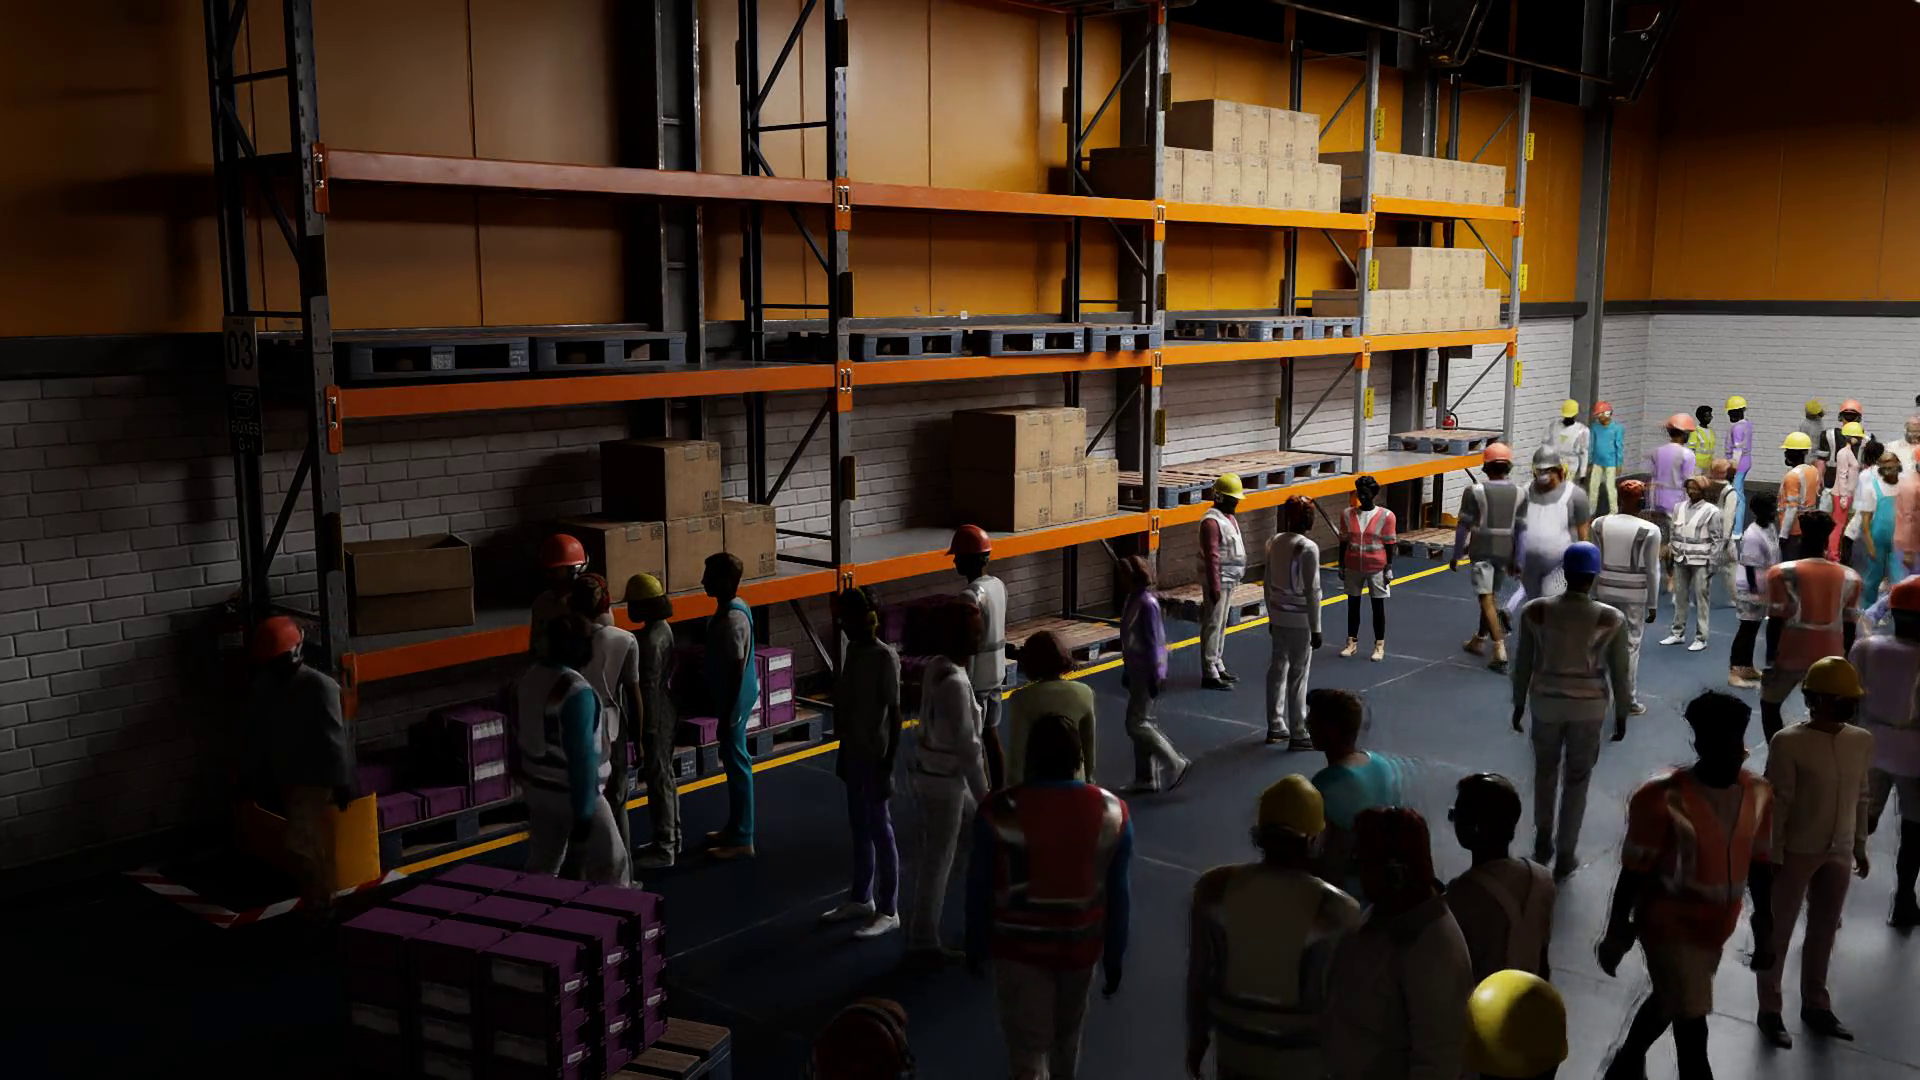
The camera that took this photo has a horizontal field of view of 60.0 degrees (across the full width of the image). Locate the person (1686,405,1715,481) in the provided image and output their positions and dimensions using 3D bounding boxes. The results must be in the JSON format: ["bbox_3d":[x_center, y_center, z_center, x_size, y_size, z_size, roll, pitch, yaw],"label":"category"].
[{"bbox_3d":[10.438,-1.052,23.463,0.529,1.697,0.321,-5,10,-29],"label":"person"}]

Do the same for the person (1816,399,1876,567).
[{"bbox_3d":[10.603,-0.670,19.965,0.611,2.028,0.409,4,10,22],"label":"person"}]

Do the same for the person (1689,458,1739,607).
[{"bbox_3d":[7.934,-0.068,17.447,0.850,1.599,0.519,-2,9,-13],"label":"person"}]

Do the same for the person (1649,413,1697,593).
[{"bbox_3d":[7.700,-0.383,18.106,0.815,2.011,0.614,-2,9,-16],"label":"person"}]

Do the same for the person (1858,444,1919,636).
[{"bbox_3d":[8.859,0.043,15.508,0.629,1.974,0.605,-8,12,-41],"label":"person"}]

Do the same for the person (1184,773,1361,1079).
[{"bbox_3d":[1.007,1.684,5.461,0.616,1.809,0.633,4,10,25],"label":"person"}]

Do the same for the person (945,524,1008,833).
[{"bbox_3d":[0.087,0.861,10.395,0.382,1.928,0.546,4,10,24],"label":"person"}]

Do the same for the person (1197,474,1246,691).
[{"bbox_3d":[2.211,0.345,14.062,0.404,1.822,0.587,4,9,22],"label":"person"}]

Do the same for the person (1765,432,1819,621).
[{"bbox_3d":[8.381,-0.122,16.727,0.585,1.929,0.370,-8,12,-43],"label":"person"}]

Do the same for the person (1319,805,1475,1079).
[{"bbox_3d":[1.276,1.713,4.981,0.405,1.903,0.636,0,9,2],"label":"person"}]

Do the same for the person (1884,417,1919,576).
[{"bbox_3d":[11.140,-0.519,19.514,0.650,1.869,0.831,4,10,25],"label":"person"}]

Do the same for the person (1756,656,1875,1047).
[{"bbox_3d":[3.862,1.389,7.493,0.522,1.772,0.303,-2,9,-12],"label":"person"}]

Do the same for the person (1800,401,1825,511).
[{"bbox_3d":[12.541,-1.207,24.471,0.610,1.700,0.334,-6,11,-35],"label":"person"}]

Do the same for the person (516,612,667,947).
[{"bbox_3d":[-1.845,1.245,8.263,0.821,1.809,0.655,-8,12,-41],"label":"person"}]

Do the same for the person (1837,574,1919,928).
[{"bbox_3d":[4.852,1.132,8.690,0.756,1.918,0.551,-6,11,-33],"label":"person"}]

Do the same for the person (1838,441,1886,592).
[{"bbox_3d":[10.045,-0.273,18.546,0.529,1.655,0.750,-6,11,-34],"label":"person"}]

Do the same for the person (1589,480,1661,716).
[{"bbox_3d":[5.252,0.456,13.187,0.340,1.878,0.579,-8,12,-41],"label":"person"}]

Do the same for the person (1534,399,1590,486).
[{"bbox_3d":[8.127,-0.980,22.405,0.676,1.880,0.741,6,10,32],"label":"person"}]

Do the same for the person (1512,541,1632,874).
[{"bbox_3d":[3.580,0.962,9.709,0.654,1.928,0.557,5,10,31],"label":"person"}]

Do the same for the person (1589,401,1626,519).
[{"bbox_3d":[9.230,-1.121,23.792,0.385,1.732,0.621,-4,10,-25],"label":"person"}]

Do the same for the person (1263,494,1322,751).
[{"bbox_3d":[2.452,0.601,12.206,0.358,1.883,0.572,-4,10,-25],"label":"person"}]

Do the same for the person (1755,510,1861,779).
[{"bbox_3d":[5.598,0.776,10.959,0.626,1.925,0.566,1,9,4],"label":"person"}]

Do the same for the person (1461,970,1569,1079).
[{"bbox_3d":[1.210,1.896,3.752,0.387,1.922,0.605,-9,12,-44],"label":"person"}]

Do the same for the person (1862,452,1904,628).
[{"bbox_3d":[9.049,0.032,16.204,0.552,1.785,0.929,1,9,9],"label":"person"}]

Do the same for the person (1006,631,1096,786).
[{"bbox_3d":[0.458,1.268,8.786,0.539,1.592,0.774,-3,9,-20],"label":"person"}]

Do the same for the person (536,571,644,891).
[{"bbox_3d":[-2.017,1.096,9.122,0.565,1.850,0.390,0,9,0],"label":"person"}]

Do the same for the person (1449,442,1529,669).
[{"bbox_3d":[4.777,0.125,14.902,0.607,2.007,1.018,-2,9,-11],"label":"person"}]

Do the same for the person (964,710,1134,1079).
[{"bbox_3d":[0.345,1.553,6.308,0.619,1.813,0.883,-2,9,-10],"label":"person"}]

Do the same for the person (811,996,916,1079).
[{"bbox_3d":[-0.231,1.925,3.648,0.656,1.885,0.524,1,9,8],"label":"person"}]

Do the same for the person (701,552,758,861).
[{"bbox_3d":[-1.375,0.980,9.884,0.344,1.847,0.505,-1,9,-6],"label":"person"}]

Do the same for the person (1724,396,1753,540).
[{"bbox_3d":[10.316,-0.959,22.139,0.376,1.923,0.585,6,11,34],"label":"person"}]

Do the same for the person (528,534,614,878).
[{"bbox_3d":[-2.258,0.949,9.600,0.611,1.996,0.378,5,10,29],"label":"person"}]

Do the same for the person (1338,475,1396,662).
[{"bbox_3d":[3.675,0.253,15.076,0.536,1.693,0.319,5,10,32],"label":"person"}]

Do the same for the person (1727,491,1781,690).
[{"bbox_3d":[6.760,0.414,14.105,0.320,1.669,0.614,8,12,42],"label":"person"}]

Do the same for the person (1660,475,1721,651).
[{"bbox_3d":[6.830,0.211,15.511,0.306,1.637,0.524,-5,10,-28],"label":"person"}]

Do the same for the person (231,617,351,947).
[{"bbox_3d":[-3.466,1.233,8.649,0.618,1.716,0.562,6,10,32],"label":"person"}]

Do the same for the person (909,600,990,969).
[{"bbox_3d":[0.062,1.226,8.267,0.729,1.860,0.590,0,9,-3],"label":"person"}]

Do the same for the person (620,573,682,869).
[{"bbox_3d":[-1.821,1.052,9.794,0.323,1.729,0.492,-1,9,-5],"label":"person"}]

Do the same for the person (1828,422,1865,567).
[{"bbox_3d":[10.569,-0.522,19.830,0.309,1.769,0.525,6,11,36],"label":"person"}]

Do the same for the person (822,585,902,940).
[{"bbox_3d":[-0.499,1.152,8.722,0.328,1.865,0.520,-6,11,-34],"label":"person"}]

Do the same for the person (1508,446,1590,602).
[{"bbox_3d":[5.262,0.098,14.947,0.682,2.000,1.052,7,11,36],"label":"person"}]

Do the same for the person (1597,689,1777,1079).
[{"bbox_3d":[2.851,1.491,6.443,0.682,1.914,1.030,-3,9,-20],"label":"person"}]

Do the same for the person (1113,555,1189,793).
[{"bbox_3d":[1.226,0.903,11.076,0.434,1.619,0.546,-1,9,-6],"label":"person"}]

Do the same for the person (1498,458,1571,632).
[{"bbox_3d":[5.661,0.063,16.136,0.742,1.740,0.526,-3,9,-16],"label":"person"}]

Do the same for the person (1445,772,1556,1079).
[{"bbox_3d":[1.718,1.668,5.486,0.519,1.839,0.353,-5,10,-31],"label":"person"}]
